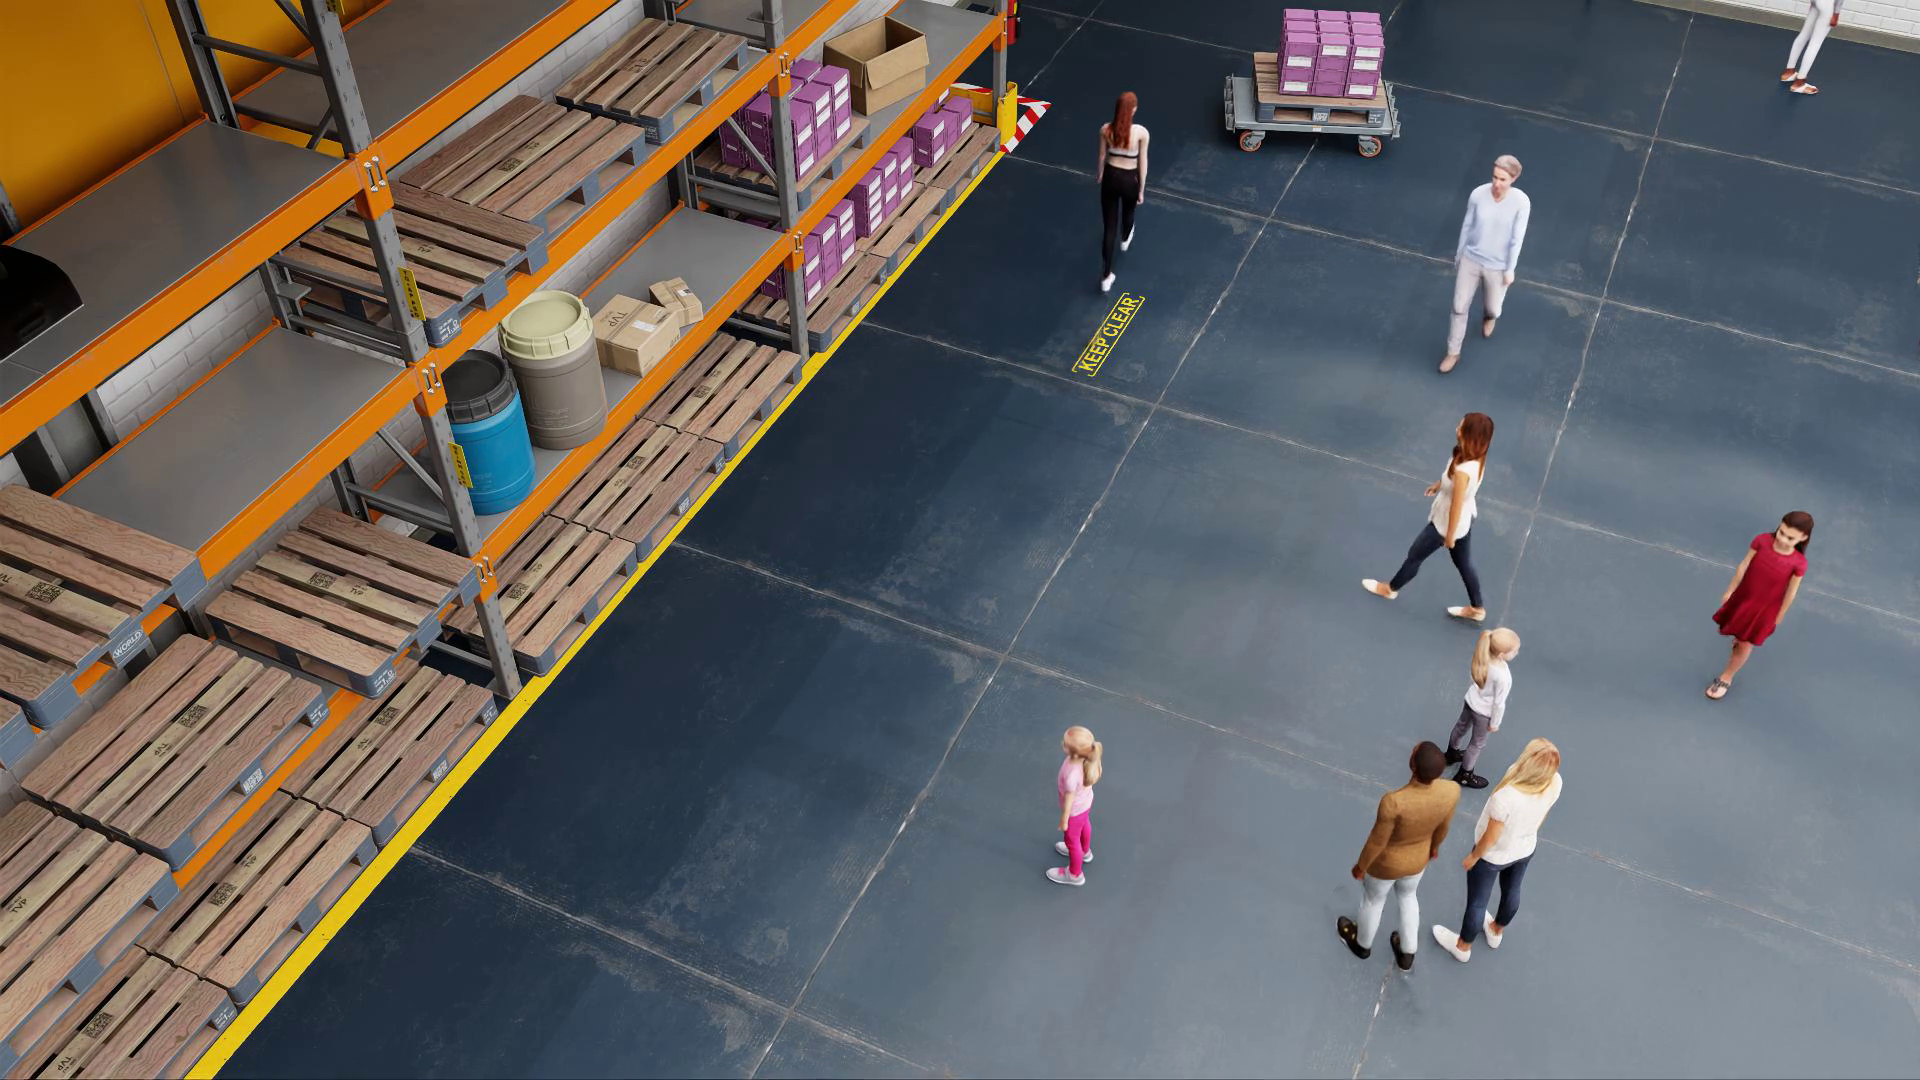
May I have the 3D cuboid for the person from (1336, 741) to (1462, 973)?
[{"bbox_3d":[2.410,1.735,9.062,0.818,1.824,0.875,-12,45,-12],"label":"person"}]

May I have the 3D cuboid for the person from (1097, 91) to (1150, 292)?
[{"bbox_3d":[1.323,-2.913,14.040,0.729,1.689,1.209,12,45,12],"label":"person"}]

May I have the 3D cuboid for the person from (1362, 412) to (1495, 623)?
[{"bbox_3d":[3.369,-0.110,11.061,0.728,1.738,1.045,23,48,23],"label":"person"}]

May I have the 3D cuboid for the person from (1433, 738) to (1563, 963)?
[{"bbox_3d":[2.991,1.703,9.107,0.645,1.809,0.720,-17,46,-17],"label":"person"}]

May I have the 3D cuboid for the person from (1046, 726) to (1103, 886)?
[{"bbox_3d":[0.685,1.524,9.686,0.550,1.270,0.439,14,45,14],"label":"person"}]

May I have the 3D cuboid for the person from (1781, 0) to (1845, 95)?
[{"bbox_3d":[8.607,-5.323,16.544,0.731,1.724,0.608,-1,44,-1],"label":"person"}]

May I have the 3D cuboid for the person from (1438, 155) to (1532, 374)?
[{"bbox_3d":[4.193,-2.225,13.182,0.699,1.876,1.029,21,48,21],"label":"person"}]

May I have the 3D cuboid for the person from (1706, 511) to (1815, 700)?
[{"bbox_3d":[5.183,0.352,10.721,0.891,1.539,0.732,-30,51,-28],"label":"person"}]

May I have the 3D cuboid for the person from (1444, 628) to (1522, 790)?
[{"bbox_3d":[3.201,1.012,10.218,0.638,1.278,0.564,-8,44,-8],"label":"person"}]
